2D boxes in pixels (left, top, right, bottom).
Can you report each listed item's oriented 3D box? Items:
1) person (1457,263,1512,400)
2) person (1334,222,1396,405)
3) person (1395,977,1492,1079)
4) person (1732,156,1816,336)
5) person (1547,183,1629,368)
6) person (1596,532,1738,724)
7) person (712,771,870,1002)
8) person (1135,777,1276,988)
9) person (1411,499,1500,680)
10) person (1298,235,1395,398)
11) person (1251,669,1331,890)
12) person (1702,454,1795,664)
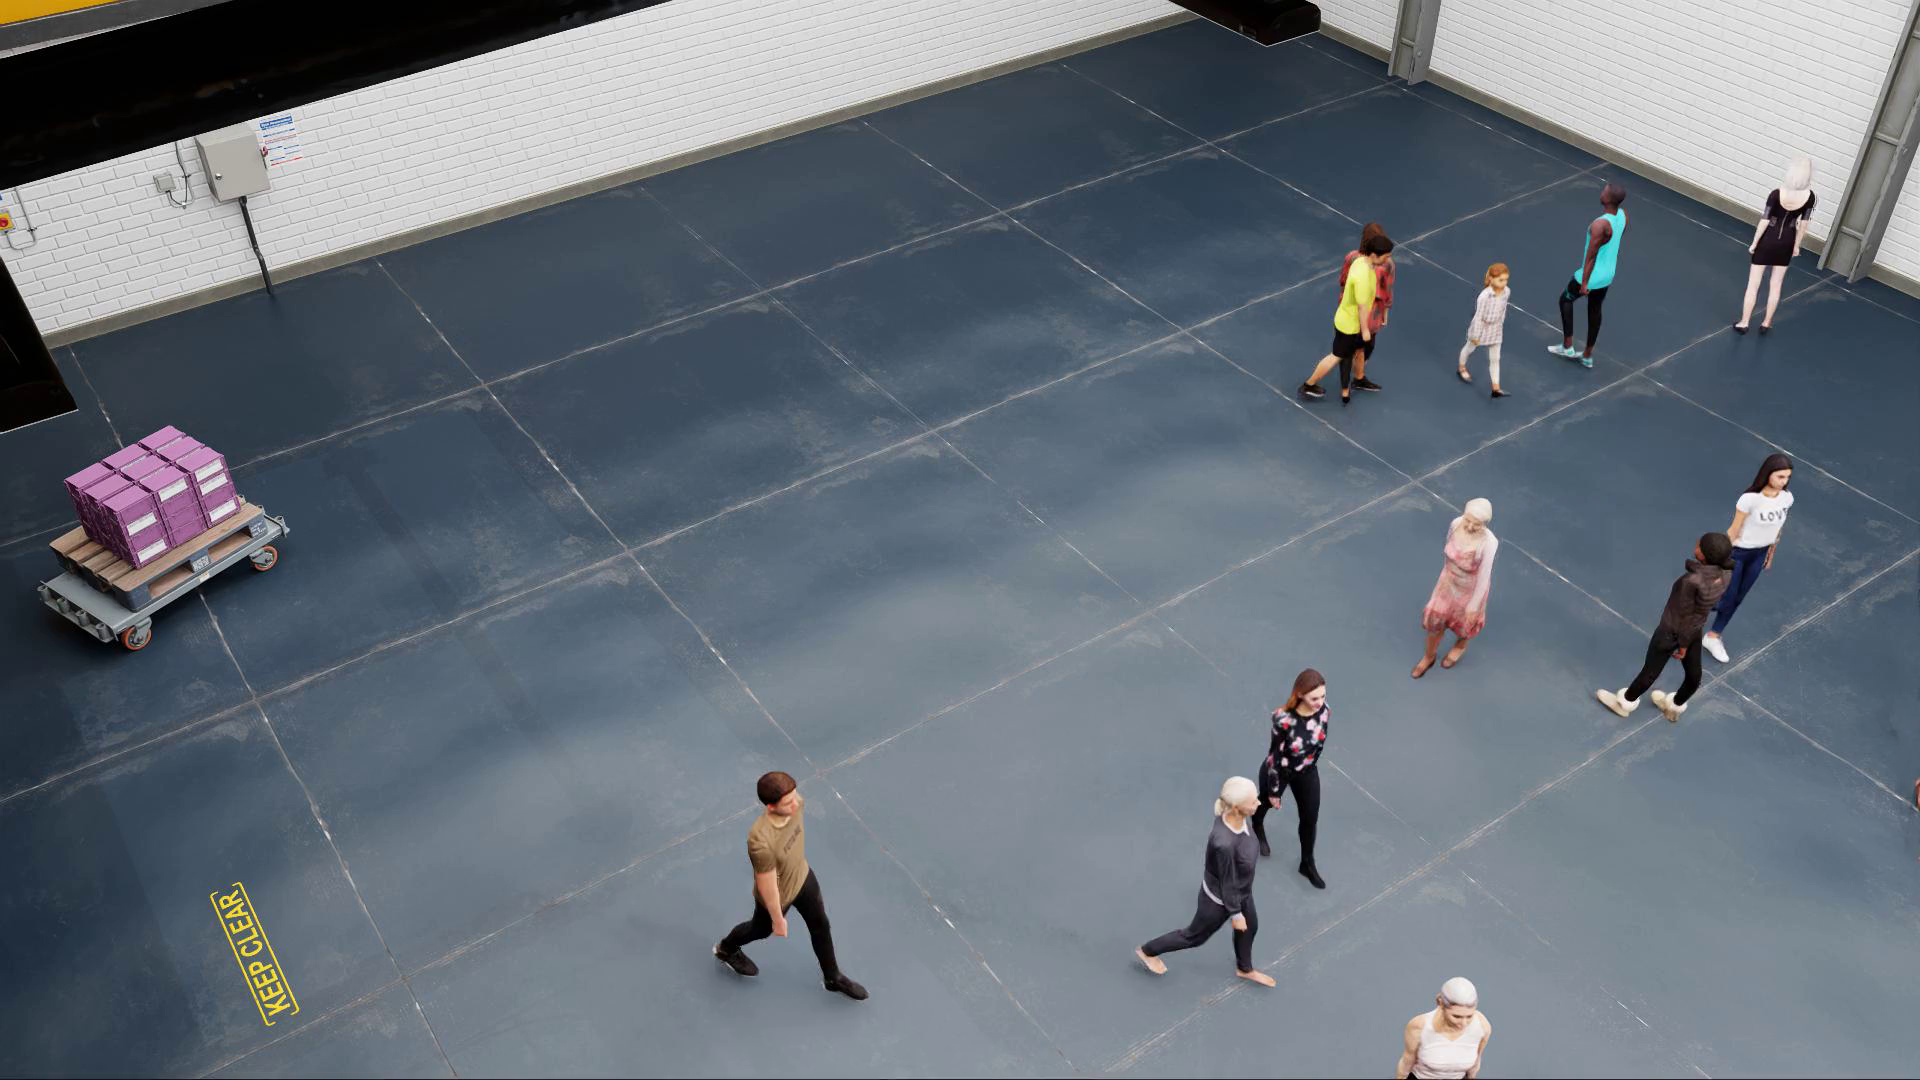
[{"bbox_3d":[4.716,-1.949,15.051,0.702,1.272,0.967,-13,40,-15],"label":"person"},{"bbox_3d":[3.543,-1.975,14.775,1.061,1.658,1.076,11,40,13],"label":"person"},{"bbox_3d":[2.467,2.830,8.724,0.676,1.700,0.694,-2,39,-3],"label":"person"},{"bbox_3d":[7.675,-2.755,15.613,0.683,1.829,0.726,8,39,9],"label":"person"},{"bbox_3d":[5.866,-2.363,15.153,0.656,1.791,0.686,-18,42,-22],"label":"person"},{"bbox_3d":[4.942,0.550,11.618,0.669,1.651,0.804,-20,43,-23],"label":"person"},{"bbox_3d":[-1.120,2.000,9.676,1.336,1.808,1.100,16,41,19],"label":"person"},{"bbox_3d":[1.459,2.026,9.734,1.149,1.695,0.976,14,41,17],"label":"person"},{"bbox_3d":[3.643,0.295,11.932,0.705,1.657,0.737,-28,46,-30],"label":"person"},{"bbox_3d":[3.401,-1.950,14.737,1.081,1.665,1.005,4,39,5],"label":"person"},{"bbox_3d":[2.039,1.401,10.547,0.741,1.659,0.944,-11,40,-14],"label":"person"},{"bbox_3d":[5.646,0.081,12.113,0.709,1.767,0.785,-10,40,-12],"label":"person"}]
